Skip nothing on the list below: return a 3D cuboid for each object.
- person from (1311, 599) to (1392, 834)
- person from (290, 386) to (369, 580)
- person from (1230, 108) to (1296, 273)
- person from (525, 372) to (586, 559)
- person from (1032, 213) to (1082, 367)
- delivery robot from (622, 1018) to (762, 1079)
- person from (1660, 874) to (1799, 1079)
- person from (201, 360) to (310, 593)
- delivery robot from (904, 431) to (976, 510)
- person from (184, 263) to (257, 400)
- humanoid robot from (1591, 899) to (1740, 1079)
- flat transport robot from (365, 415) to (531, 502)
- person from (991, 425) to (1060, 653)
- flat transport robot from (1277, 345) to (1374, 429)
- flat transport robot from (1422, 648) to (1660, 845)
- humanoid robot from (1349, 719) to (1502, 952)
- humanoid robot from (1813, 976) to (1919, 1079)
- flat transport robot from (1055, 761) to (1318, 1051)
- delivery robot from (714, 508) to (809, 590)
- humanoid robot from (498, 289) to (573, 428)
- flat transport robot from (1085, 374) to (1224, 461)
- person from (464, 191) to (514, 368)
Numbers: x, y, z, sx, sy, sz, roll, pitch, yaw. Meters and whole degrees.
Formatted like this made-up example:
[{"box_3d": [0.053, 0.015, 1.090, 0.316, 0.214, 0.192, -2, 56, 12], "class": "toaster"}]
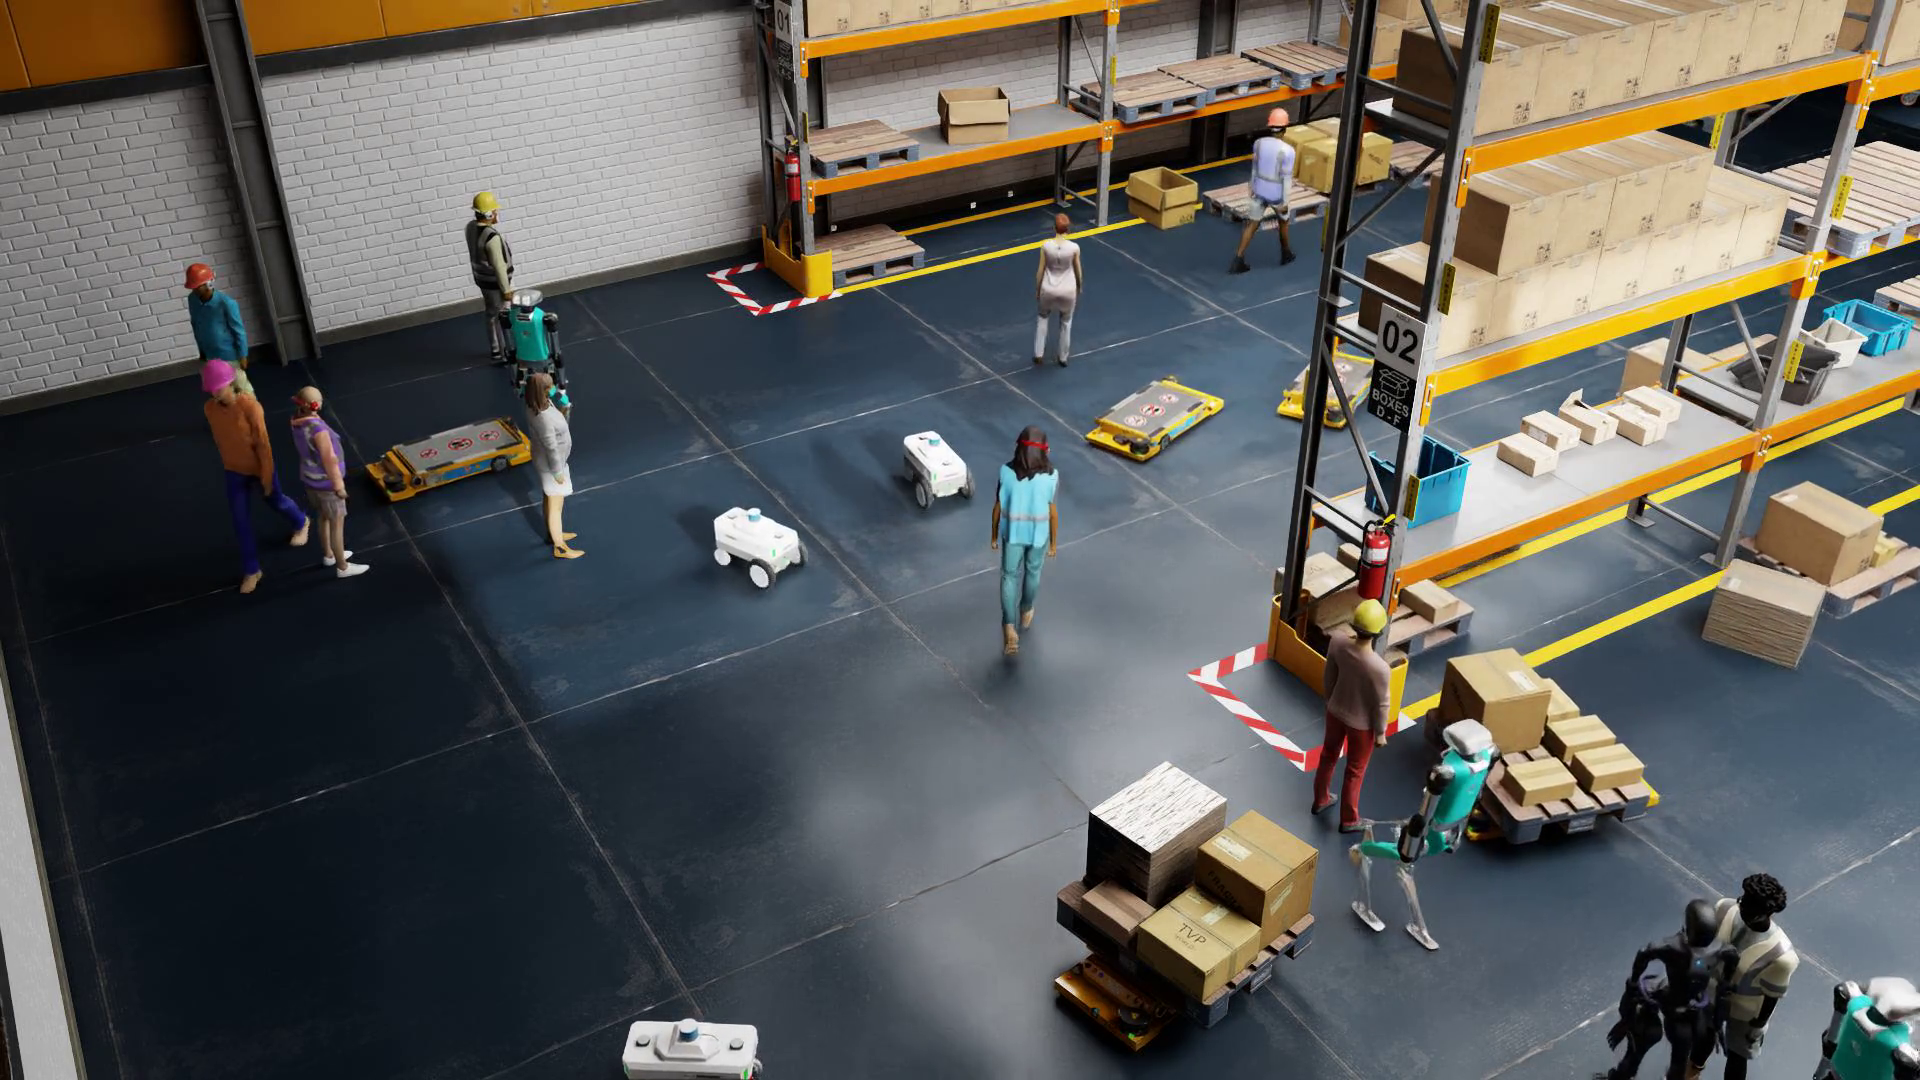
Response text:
[{"box_3d": [2.575, 1.140, 10.852, 0.294, 1.772, 0.532, -20, 37, -29], "class": "person"}, {"box_3d": [-5.159, -0.473, 13.503, 0.348, 1.688, 0.492, -27, 41, -36], "class": "person"}, {"box_3d": [3.525, -3.963, 18.895, 0.553, 1.874, 0.950, 26, 41, 35], "class": "person"}, {"box_3d": [-3.369, -0.631, 13.779, 0.338, 1.659, 0.484, -12, 34, -18], "class": "person"}, {"box_3d": [0.973, -2.513, 16.788, 0.486, 1.649, 0.348, 5, 32, 8], "class": "person"}, {"box_3d": [-1.500, 2.899, 9.209, 0.816, 0.612, 0.499, 1, 32, 2], "class": "delivery robot"}, {"box_3d": [4.118, 2.433, 8.866, 0.322, 1.690, 0.529, -13, 35, -20], "class": "person"}, {"box_3d": [-5.762, -0.634, 13.531, 0.509, 1.943, 0.973, 2, 32, 3], "class": "person"}, {"box_3d": [-0.214, -0.642, 14.853, 0.499, 0.610, 0.788, -14, 35, -21], "class": "delivery robot"}, {"box_3d": [-6.898, -1.764, 15.500, 0.572, 1.746, 0.344, 12, 34, 18], "class": "person"}, {"box_3d": [3.746, 2.497, 8.798, 0.601, 1.661, 0.427, 1, 32, 2], "class": "humanoid robot"}, {"box_3d": [-4.659, -0.762, 15.299, 1.431, 0.231, 0.659, -21, 38, -29], "class": "flat transport robot"}, {"box_3d": [0.487, -0.003, 12.616, 0.515, 1.841, 0.797, 3, 32, 5], "class": "person"}, {"box_3d": [3.723, -1.535, 16.532, 0.659, 0.231, 1.431, 17, 36, 25], "class": "flat transport robot"}, {"box_3d": [3.986, 1.674, 11.414, 1.431, 0.231, 0.659, -8, 33, -13], "class": "flat transport robot"}, {"box_3d": [2.690, 1.688, 9.994, 0.538, 1.751, 0.847, -21, 38, -30], "class": "humanoid robot"}, {"box_3d": [4.563, 2.847, 8.254, 0.723, 1.881, 0.530, -7, 33, -11], "class": "humanoid robot"}, {"box_3d": [1.307, 2.488, 10.116, 1.431, 0.231, 0.659, -26, 41, -35], "class": "flat transport robot"}, {"box_3d": [-1.675, 0.014, 13.771, 0.747, 0.572, 0.499, 21, 38, 30], "class": "delivery robot"}, {"box_3d": [-3.759, -1.495, 15.103, 0.537, 1.825, 0.678, 4, 32, 6], "class": "humanoid robot"}, {"box_3d": [1.881, -1.185, 15.974, 0.659, 0.231, 1.431, 23, 39, 32], "class": "flat transport robot"}, {"box_3d": [-4.709, -2.636, 16.829, 0.403, 1.824, 0.593, -24, 39, -33], "class": "person"}]
